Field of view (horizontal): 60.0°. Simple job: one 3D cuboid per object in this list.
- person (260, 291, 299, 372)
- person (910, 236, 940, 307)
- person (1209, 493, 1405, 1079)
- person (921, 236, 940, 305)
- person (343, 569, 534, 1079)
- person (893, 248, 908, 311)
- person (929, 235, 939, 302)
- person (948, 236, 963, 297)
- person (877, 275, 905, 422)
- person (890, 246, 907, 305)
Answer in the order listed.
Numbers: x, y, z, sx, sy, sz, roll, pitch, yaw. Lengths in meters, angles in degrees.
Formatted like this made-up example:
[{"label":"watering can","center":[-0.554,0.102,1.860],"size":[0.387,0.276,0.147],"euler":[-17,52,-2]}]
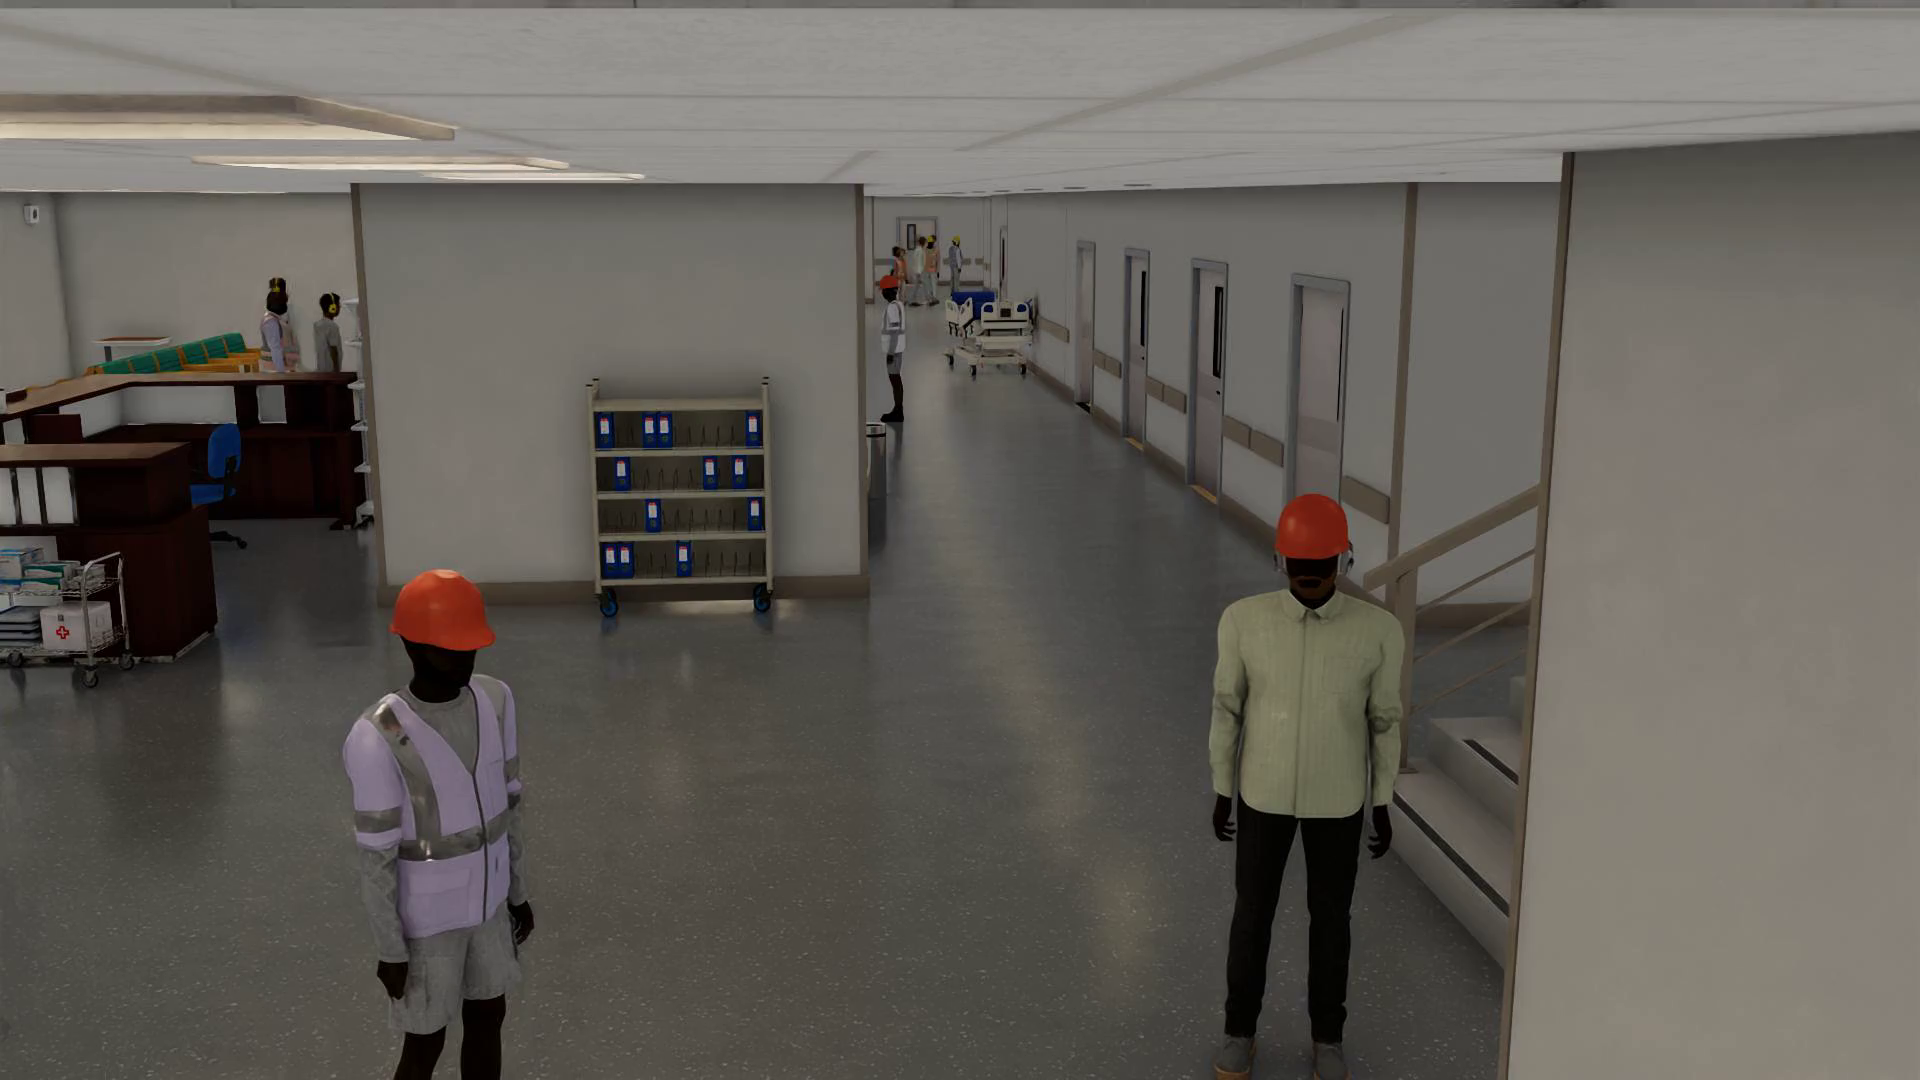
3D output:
[{"label":"person","center":[-8.134,-2.060,19.931],"size":[0.429,1.840,0.624],"euler":[-5,12,-22]},{"label":"person","center":[-0.957,-7.353,45.612],"size":[0.922,1.903,0.650],"euler":[-2,12,-9]},{"label":"person","center":[1.118,0.827,5.430],"size":[0.612,1.994,0.395],"euler":[2,12,12]},{"label":"person","center":[-0.839,-7.476,46.171],"size":[0.596,1.925,0.372],"euler":[6,13,26]},{"label":"person","center":[-1.415,1.021,4.666],"size":[0.384,1.929,0.539],"euler":[7,13,30]},{"label":"person","center":[-1.568,-6.859,43.860],"size":[0.310,1.642,0.514],"euler":[9,15,37]},{"label":"person","center":[-0.809,-7.682,47.195],"size":[0.386,1.927,0.636],"euler":[2,12,8]},{"label":"person","center":[-0.115,-8.253,50.212],"size":[0.403,1.829,0.588],"euler":[-6,13,-29]},{"label":"person","center":[-0.909,-2.520,21.948],"size":[0.365,1.929,0.553],"euler":[1,12,4]},{"label":"person","center":[-1.722,-7.090,44.892],"size":[0.422,1.673,0.557],"euler":[8,14,35]}]
